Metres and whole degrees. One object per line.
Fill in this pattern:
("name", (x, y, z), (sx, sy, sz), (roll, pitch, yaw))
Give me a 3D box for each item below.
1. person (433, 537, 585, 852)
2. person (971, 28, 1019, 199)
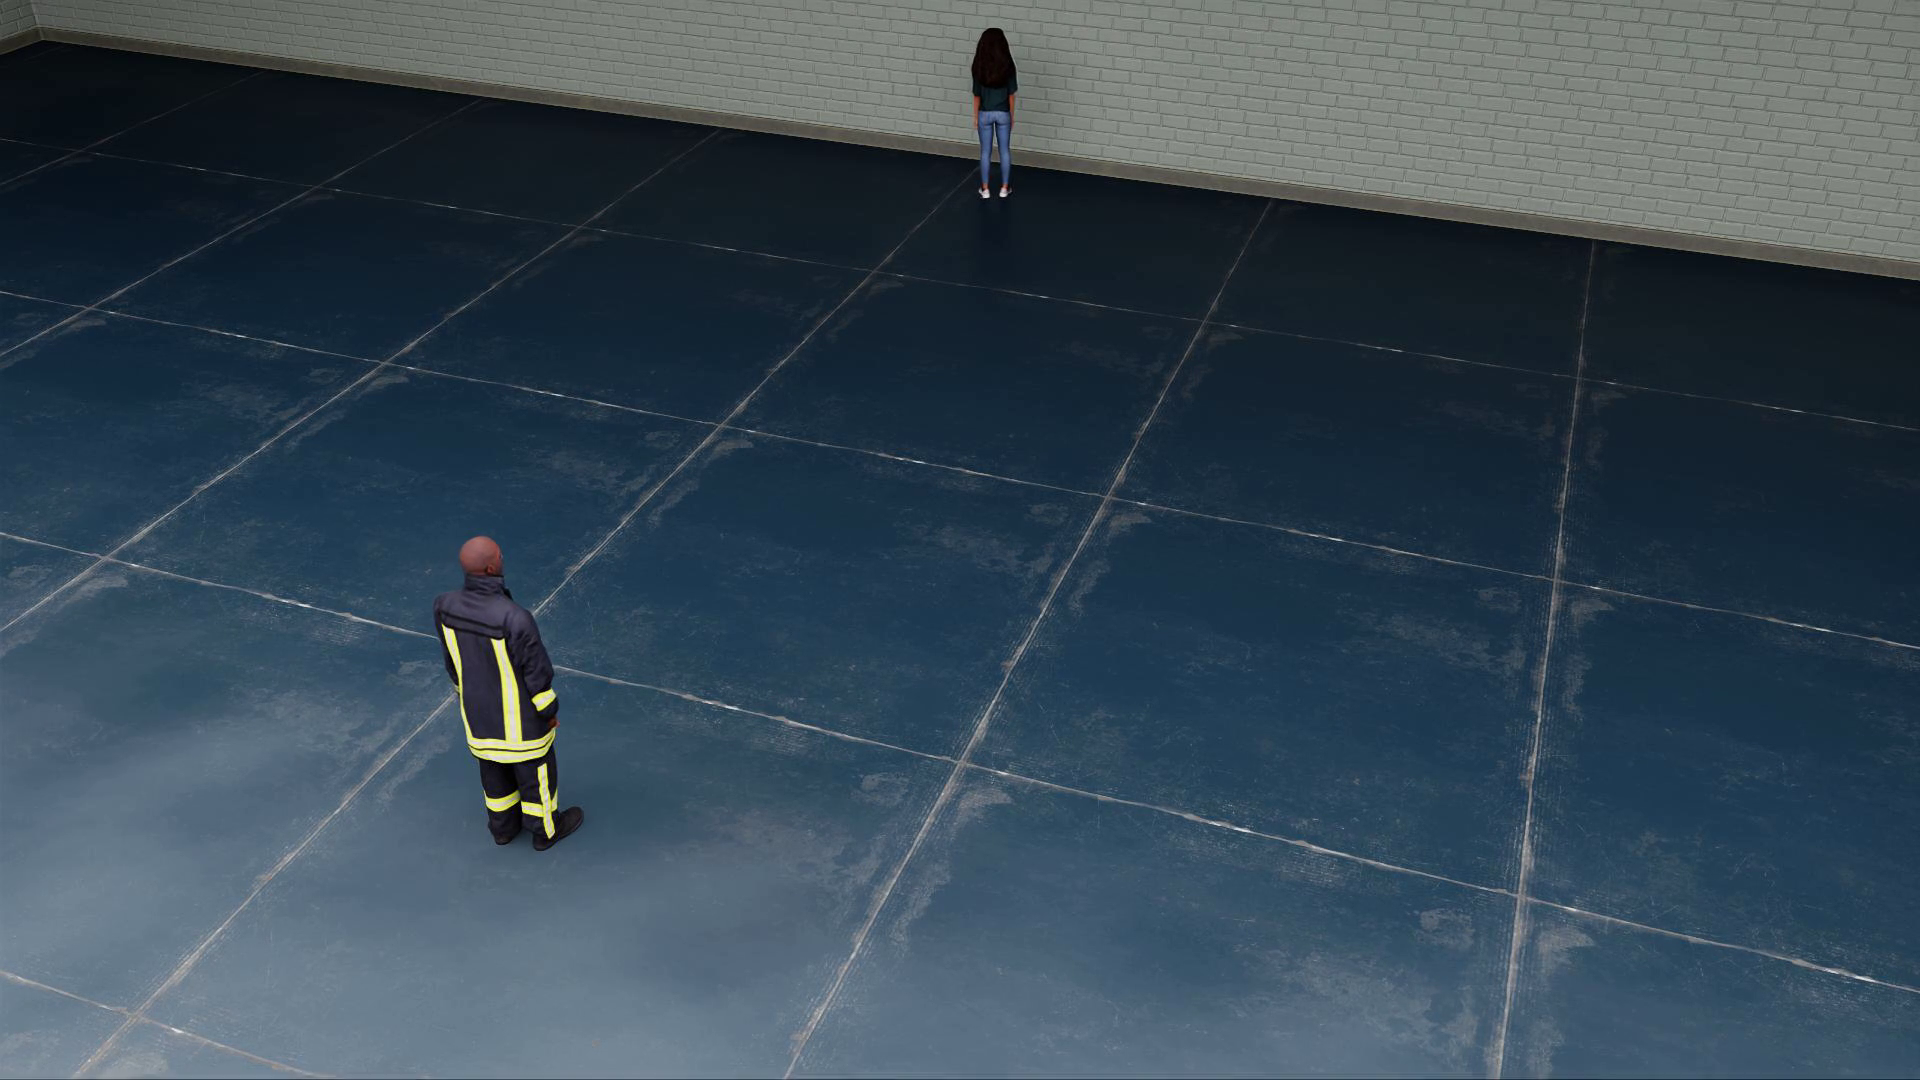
("person", (-2.265, 0.772, 8.275), (0.728, 1.822, 0.635), (12, 35, 17))
("person", (0.328, -4.079, 15.923), (0.675, 1.616, 0.689), (1, 33, 1))
